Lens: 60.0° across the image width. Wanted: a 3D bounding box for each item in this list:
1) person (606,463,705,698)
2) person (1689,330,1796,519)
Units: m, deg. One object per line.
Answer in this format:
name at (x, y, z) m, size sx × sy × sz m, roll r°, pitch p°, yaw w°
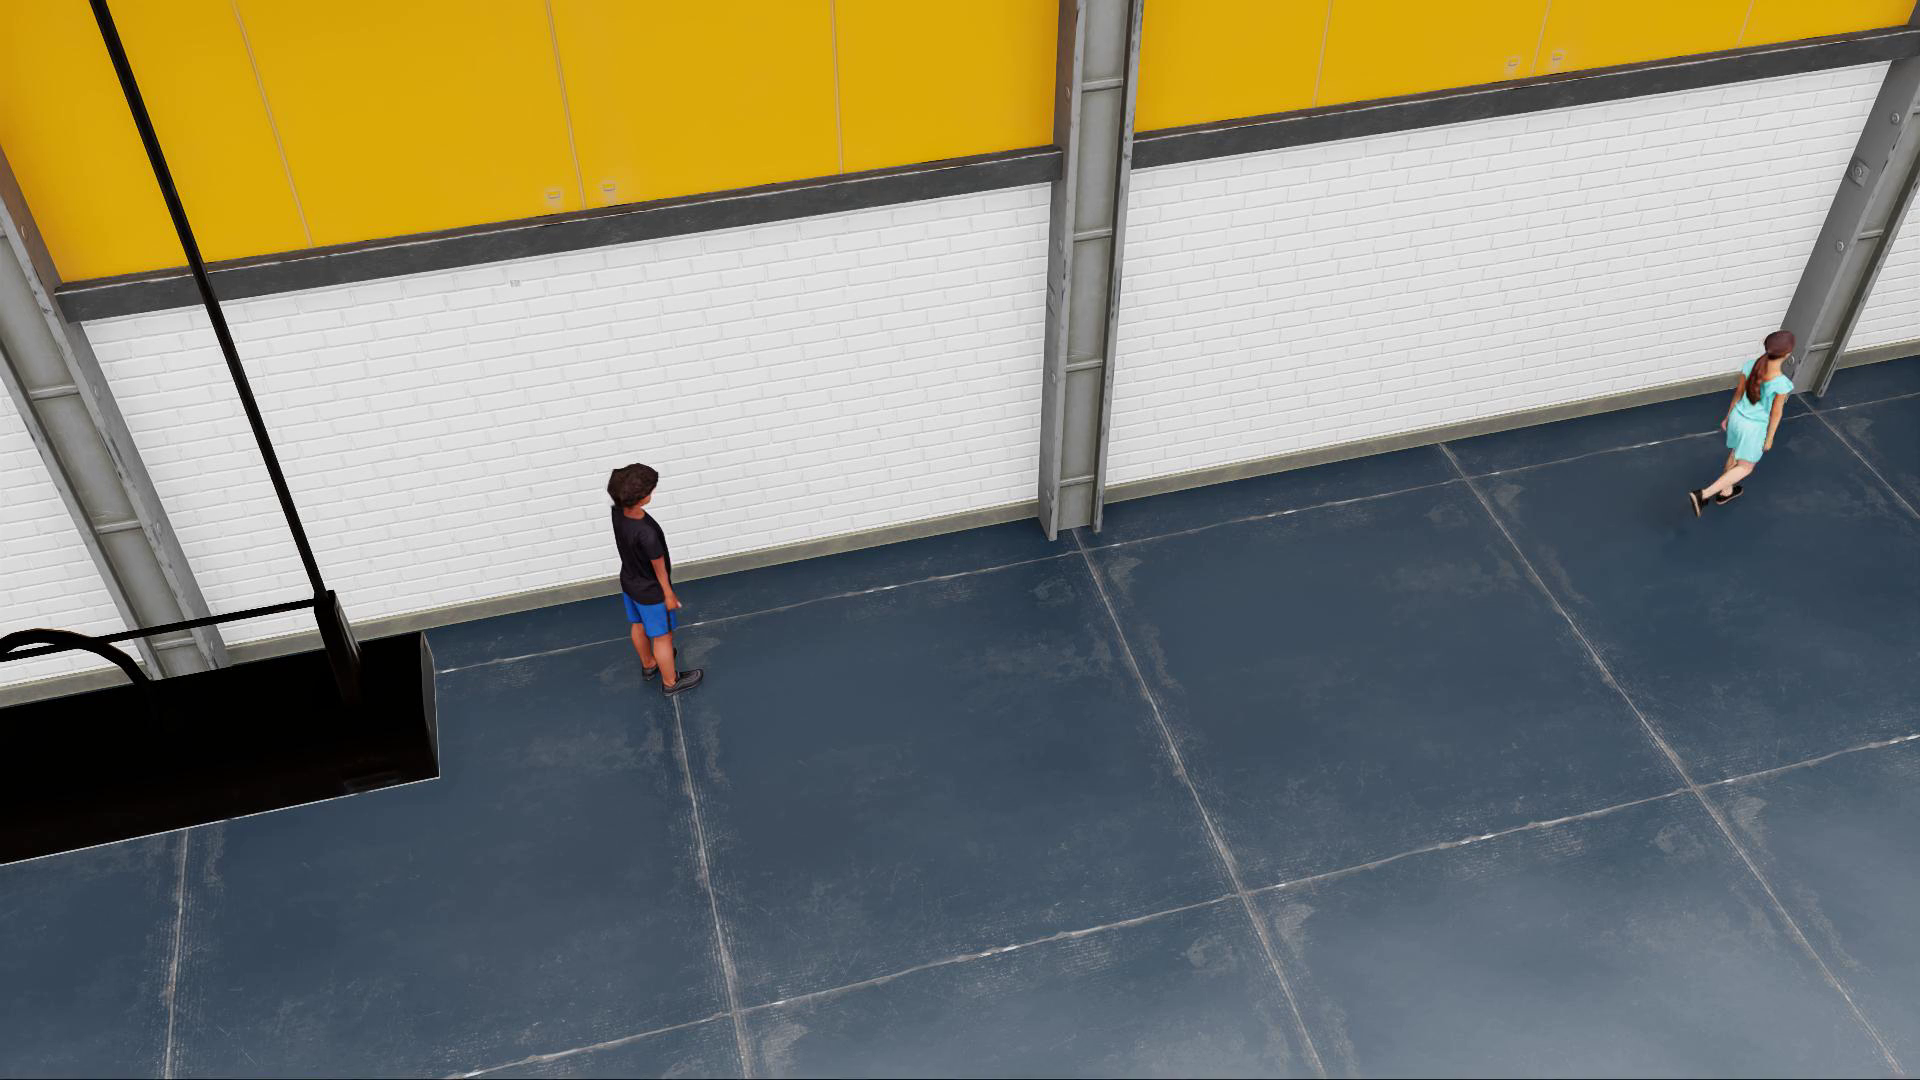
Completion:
person at (-1.957, 0.262, 10.345) m, size 0.709 × 1.792 × 0.695 m, roll -32°, pitch 52°, yaw -29°
person at (5.476, -0.778, 11.615) m, size 0.923 × 1.545 × 0.651 m, roll -19°, pitch 47°, yaw -19°
